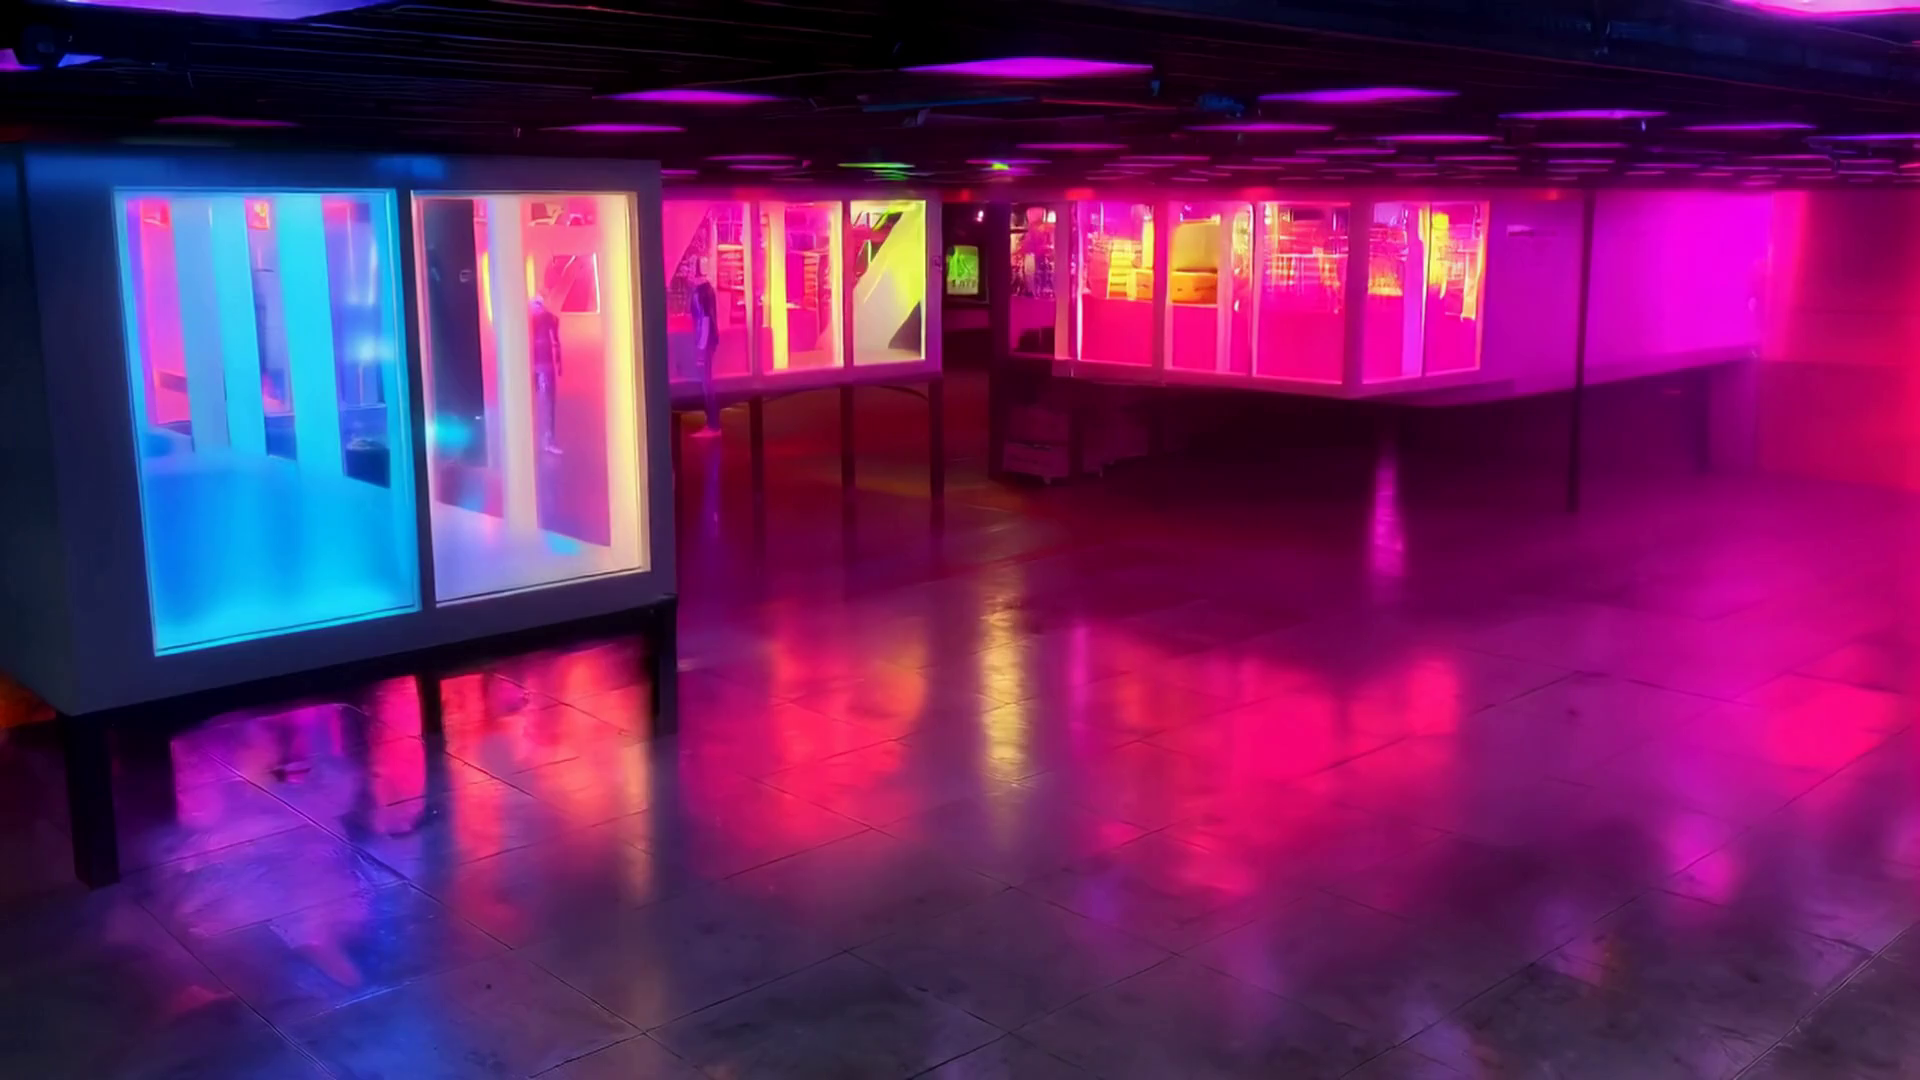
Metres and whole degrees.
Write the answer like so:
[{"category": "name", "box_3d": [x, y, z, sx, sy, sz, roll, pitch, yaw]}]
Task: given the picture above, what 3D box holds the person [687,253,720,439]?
[{"category": "person", "box_3d": [-2.609, -1.955, 16.854, 0.329, 1.874, 0.518, -1, 11, -4]}]
